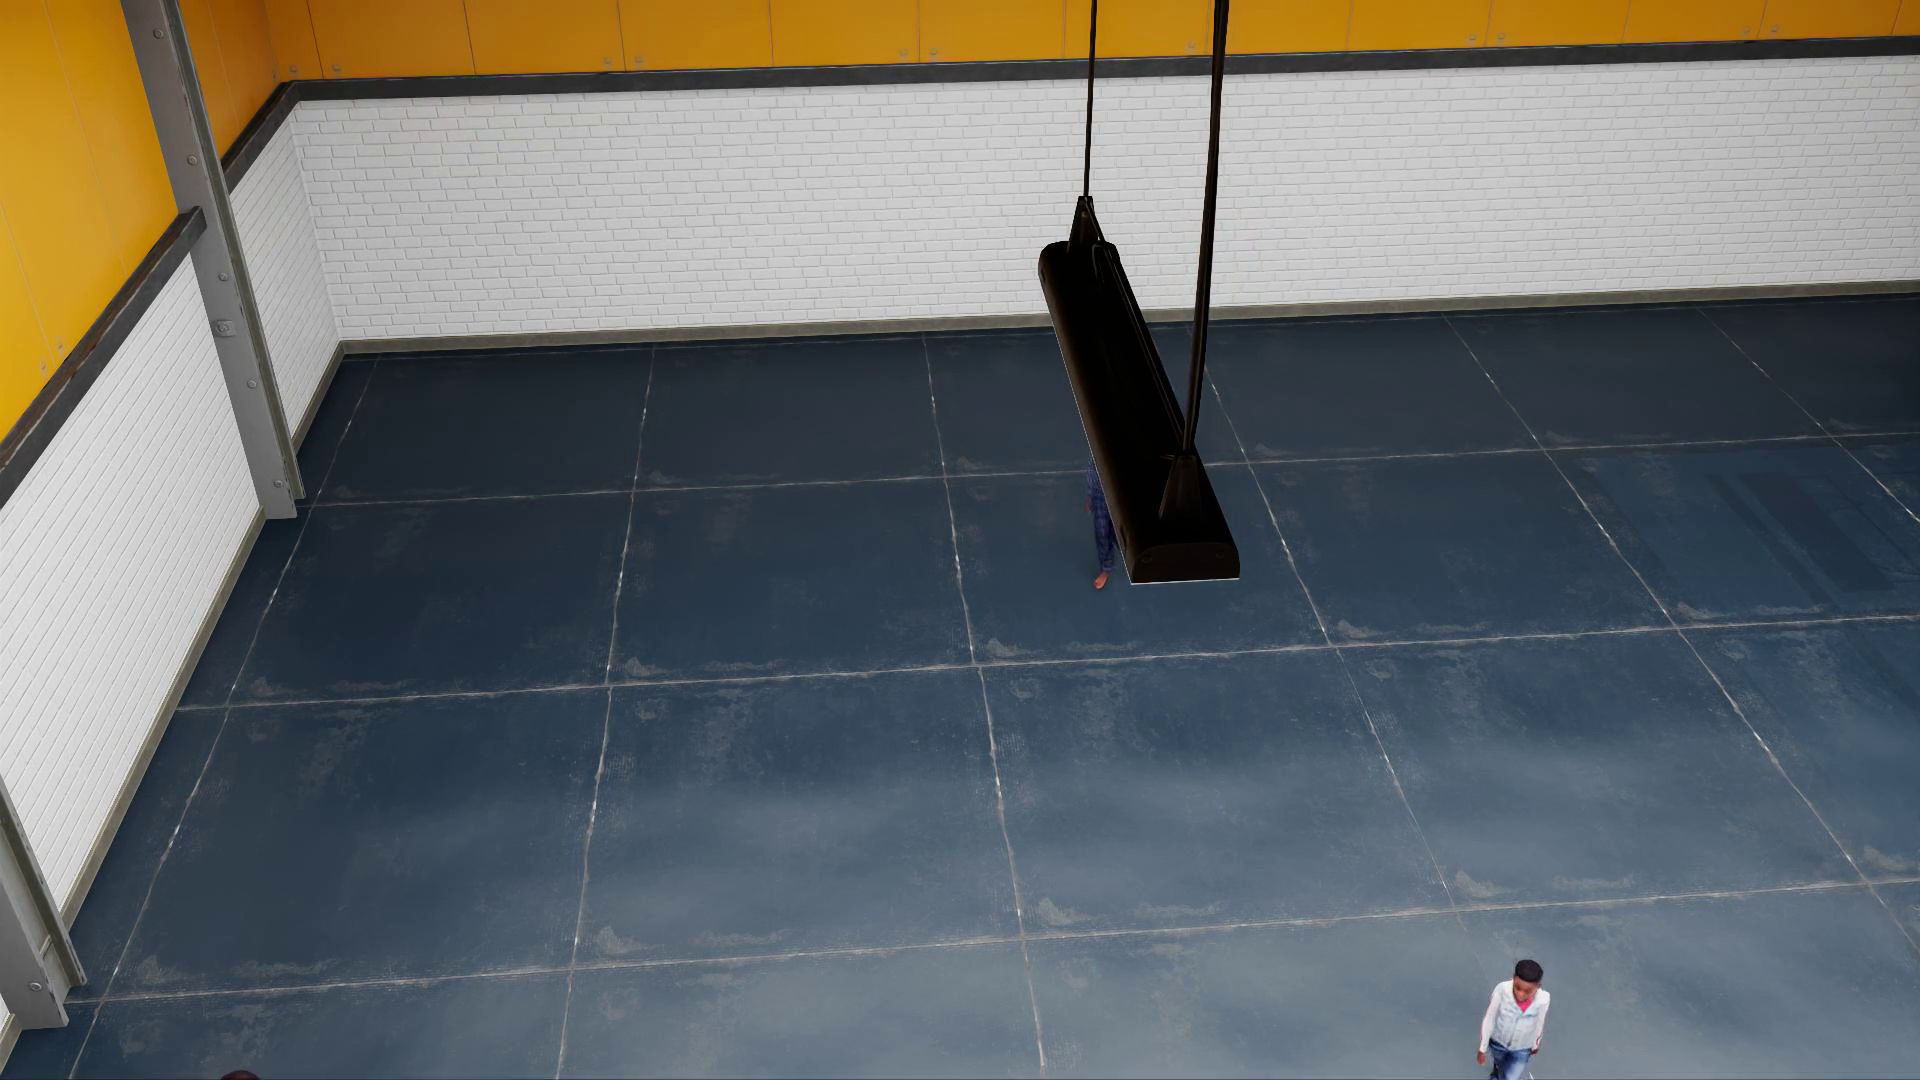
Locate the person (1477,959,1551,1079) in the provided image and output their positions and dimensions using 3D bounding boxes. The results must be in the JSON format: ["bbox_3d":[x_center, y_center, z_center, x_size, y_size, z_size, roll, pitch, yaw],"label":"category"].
[{"bbox_3d":[3.264,2.879,9.803,0.800,1.234,0.952,17,37,24],"label":"person"}]

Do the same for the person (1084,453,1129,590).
[{"bbox_3d":[1.344,-0.442,14.280,0.826,1.809,0.887,13,36,19],"label":"person"}]
